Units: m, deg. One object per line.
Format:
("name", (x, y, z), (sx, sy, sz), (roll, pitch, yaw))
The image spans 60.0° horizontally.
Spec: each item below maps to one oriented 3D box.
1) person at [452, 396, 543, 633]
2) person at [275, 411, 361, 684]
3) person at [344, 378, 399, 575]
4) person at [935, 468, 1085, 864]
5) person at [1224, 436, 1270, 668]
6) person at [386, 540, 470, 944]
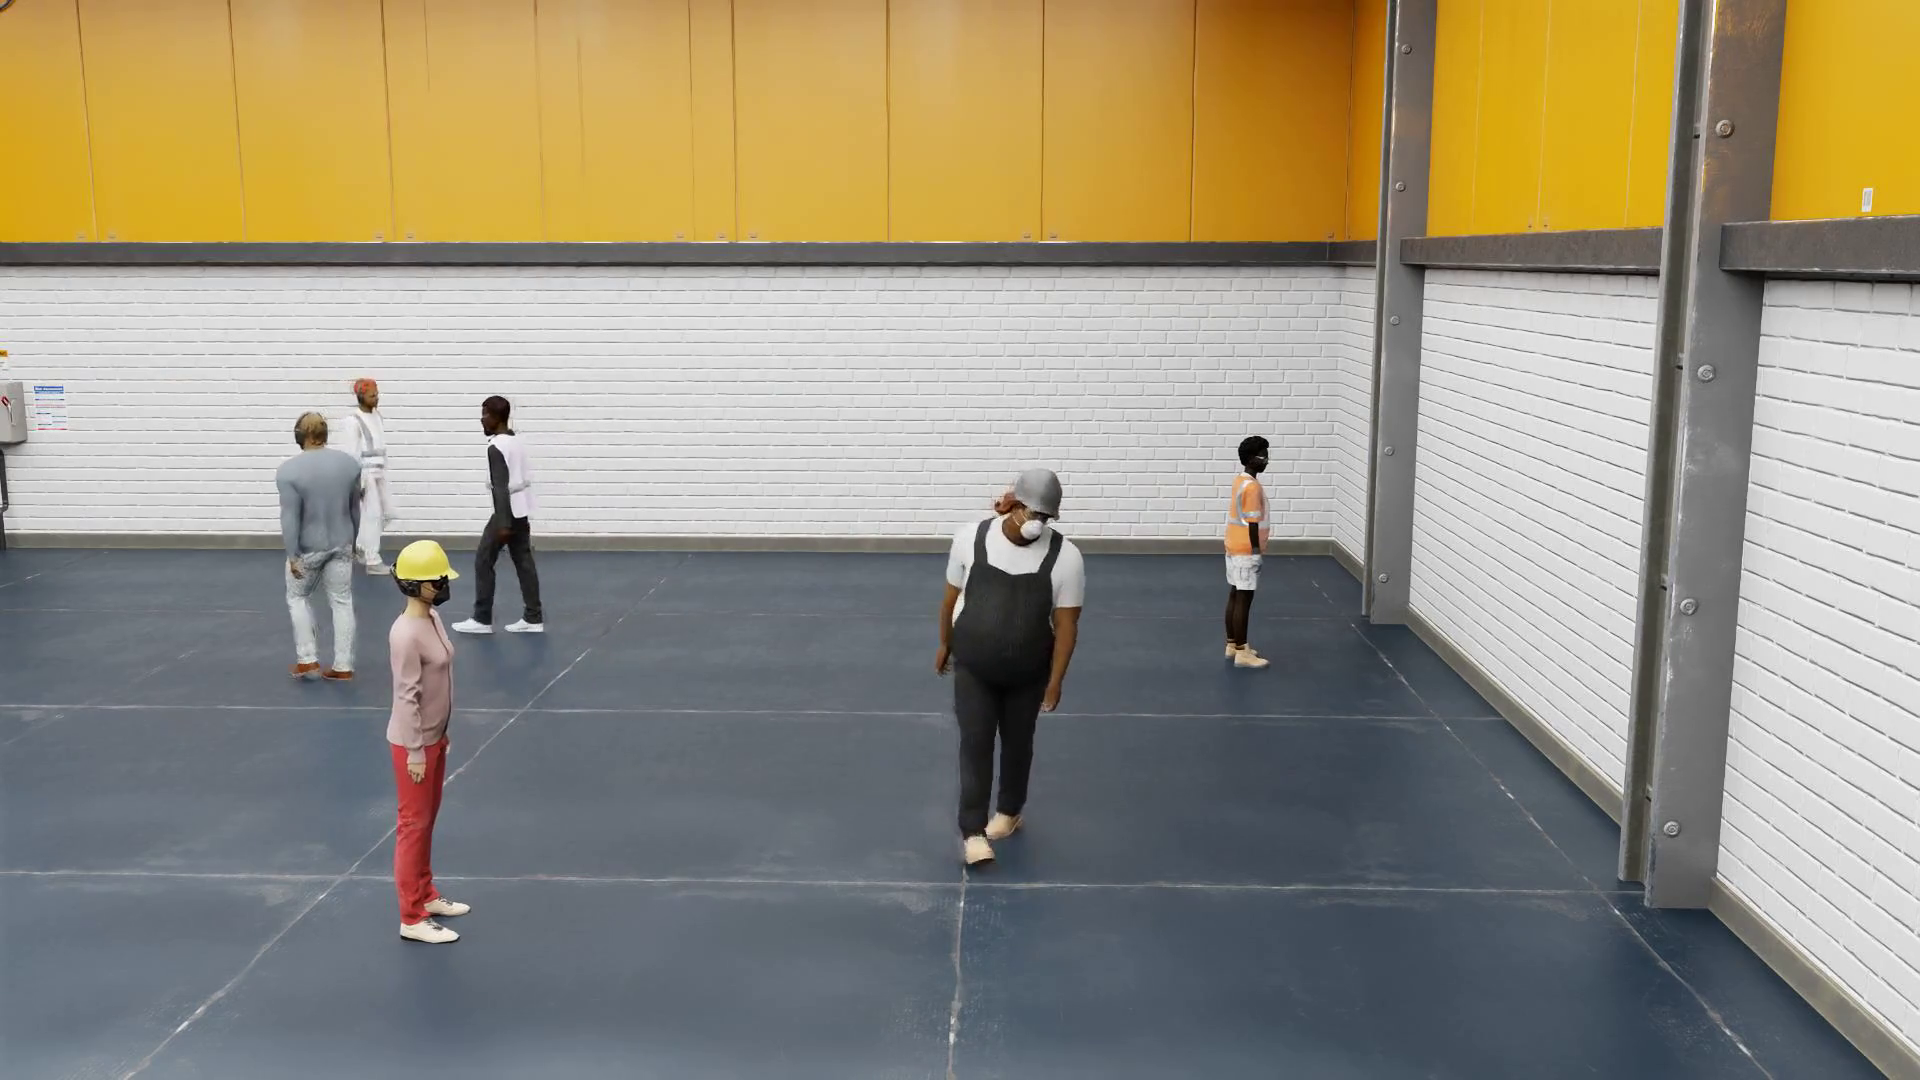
("person", (-3.711, -0.193, 13.187), (0.823, 1.890, 0.631), (1, 10, 4))
("person", (-4.502, 0.051, 11.683), (0.632, 1.916, 0.640), (9, 13, 44))
("person", (-5.542, -0.594, 15.619), (0.454, 1.864, 0.599), (1, 10, 6))
("person", (0.229, 0.580, 8.246), (0.761, 2.000, 0.908), (1, 10, 5))
("person", (2.105, 0.078, 12.184), (0.322, 1.697, 0.532), (0, 10, -1))
("person", (-2.341, 0.873, 7.332), (0.331, 1.768, 0.527), (-1, 10, -5))
